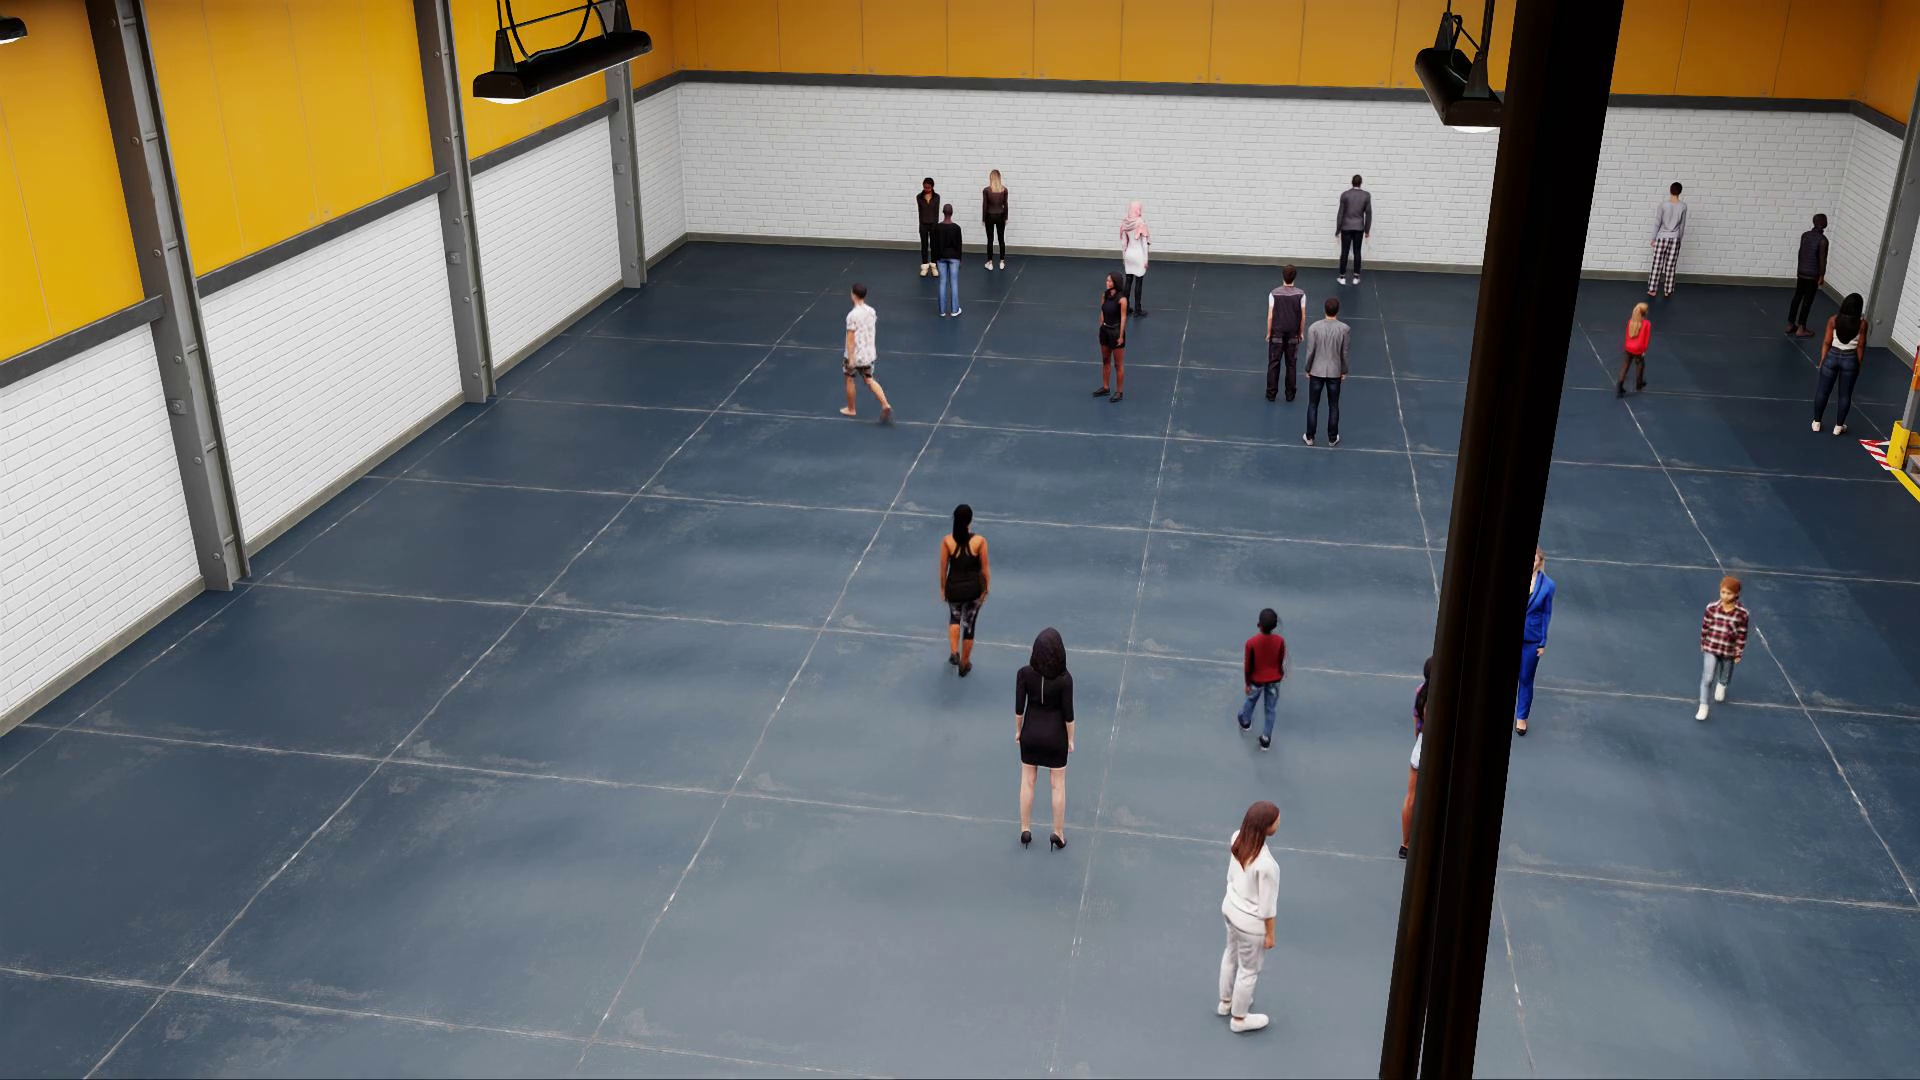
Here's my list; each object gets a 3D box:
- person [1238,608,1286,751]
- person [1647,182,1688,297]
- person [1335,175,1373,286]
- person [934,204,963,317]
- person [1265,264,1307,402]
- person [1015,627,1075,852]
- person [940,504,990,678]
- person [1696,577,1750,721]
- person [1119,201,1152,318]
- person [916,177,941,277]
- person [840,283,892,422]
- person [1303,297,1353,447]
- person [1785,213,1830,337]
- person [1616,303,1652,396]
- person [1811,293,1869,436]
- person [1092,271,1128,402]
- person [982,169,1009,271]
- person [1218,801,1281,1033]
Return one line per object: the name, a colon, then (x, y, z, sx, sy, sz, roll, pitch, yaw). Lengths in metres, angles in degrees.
person: (2.559, 1.180, 13.885, 0.605, 1.238, 0.813, -1, 24, -2)
person: (11.494, -4.883, 26.994, 0.619, 1.847, 0.523, 5, 24, 10)
person: (6.538, -5.169, 27.687, 0.721, 1.815, 0.553, 4, 24, 8)
person: (-0.184, -4.376, 25.955, 0.587, 1.749, 0.522, 4, 24, 8)
person: (4.326, -2.754, 22.121, 0.664, 1.849, 0.588, 2, 24, 5)
person: (0.622, 1.502, 12.443, 0.621, 1.802, 0.534, 7, 24, 15)
person: (0.030, 0.475, 14.976, 0.574, 1.656, 0.558, 4, 24, 8)
person: (6.623, 0.913, 14.435, 0.690, 1.286, 0.902, 14, 27, 28)
person: (2.727, -4.386, 25.912, 0.737, 1.804, 0.762, 19, 30, 37)
person: (-0.529, -5.353, 28.300, 0.619, 1.661, 0.671, 1, 24, 1)
person: (-1.214, -2.377, 21.336, 1.102, 1.788, 1.129, 21, 31, 39)
person: (4.528, -2.079, 20.545, 0.665, 1.874, 0.574, 4, 24, 9)
person: (12.753, -3.995, 24.978, 0.832, 1.836, 0.671, -6, 24, -13)
person: (9.057, -2.549, 22.396, 0.955, 1.252, 0.823, -21, 31, -39)
person: (11.110, -2.230, 20.972, 0.737, 1.809, 0.749, 16, 28, 33)
person: (2.037, -2.725, 22.191, 0.711, 1.740, 0.668, -18, 29, -36)
person: (0.602, -5.525, 28.641, 0.671, 1.703, 0.631, -5, 24, -11)
person: (1.825, 2.382, 10.572, 0.759, 1.688, 0.673, -11, 26, -23)
